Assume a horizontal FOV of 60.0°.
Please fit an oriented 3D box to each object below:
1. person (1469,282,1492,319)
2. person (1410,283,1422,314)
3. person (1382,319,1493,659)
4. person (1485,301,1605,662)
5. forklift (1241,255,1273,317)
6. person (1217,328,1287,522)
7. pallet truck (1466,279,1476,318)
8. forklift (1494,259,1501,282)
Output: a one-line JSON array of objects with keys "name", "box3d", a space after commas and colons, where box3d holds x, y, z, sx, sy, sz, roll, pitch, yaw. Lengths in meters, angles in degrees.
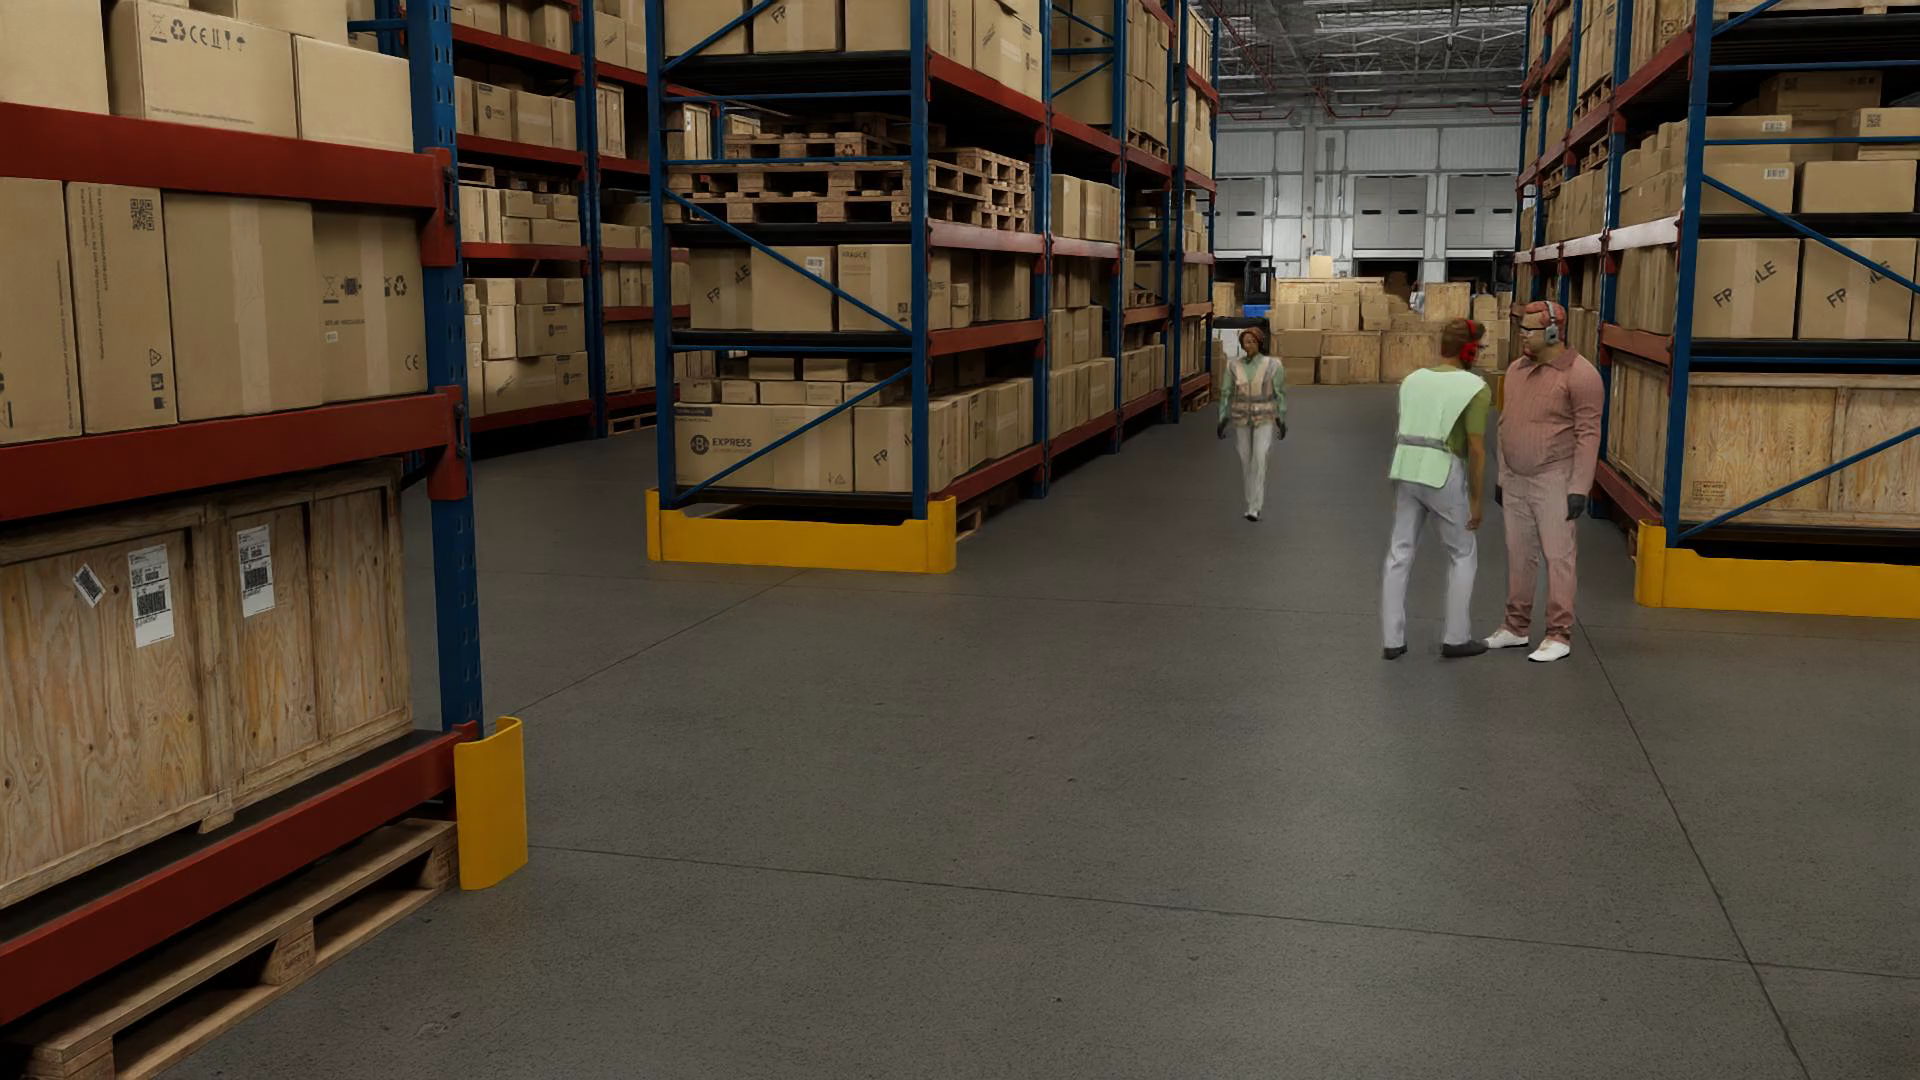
[{"name": "person", "box3d": [14.601, -6.278, 46.716, 0.645, 1.918, 0.596, 0, 9, -2]}, {"name": "person", "box3d": [15.320, -7.752, 56.227, 0.526, 1.865, 0.615, -3, 9, -18]}, {"name": "person", "box3d": [2.542, -0.255, 8.812, 0.609, 1.804, 0.562, -7, 11, -37]}, {"name": "person", "box3d": [3.072, -0.310, 8.836, 0.399, 1.905, 0.643, -4, 10, -25]}, {"name": "forklift", "box3d": [10.553, -8.661, 58.801, 1.129, 2.768, 1.873, 2, 9, 15]}, {"name": "person", "box3d": [2.394, -0.948, 13.805, 0.548, 1.599, 0.803, 4, 10, 26]}, {"name": "pallet truck", "box3d": [18.896, -8.459, 60.307, 1.885, 1.965, 0.823, 5, 10, 31]}, {"name": "forklift", "box3d": [16.034, -7.060, 48.626, 1.129, 2.768, 1.873, 1, 9, 9]}]
